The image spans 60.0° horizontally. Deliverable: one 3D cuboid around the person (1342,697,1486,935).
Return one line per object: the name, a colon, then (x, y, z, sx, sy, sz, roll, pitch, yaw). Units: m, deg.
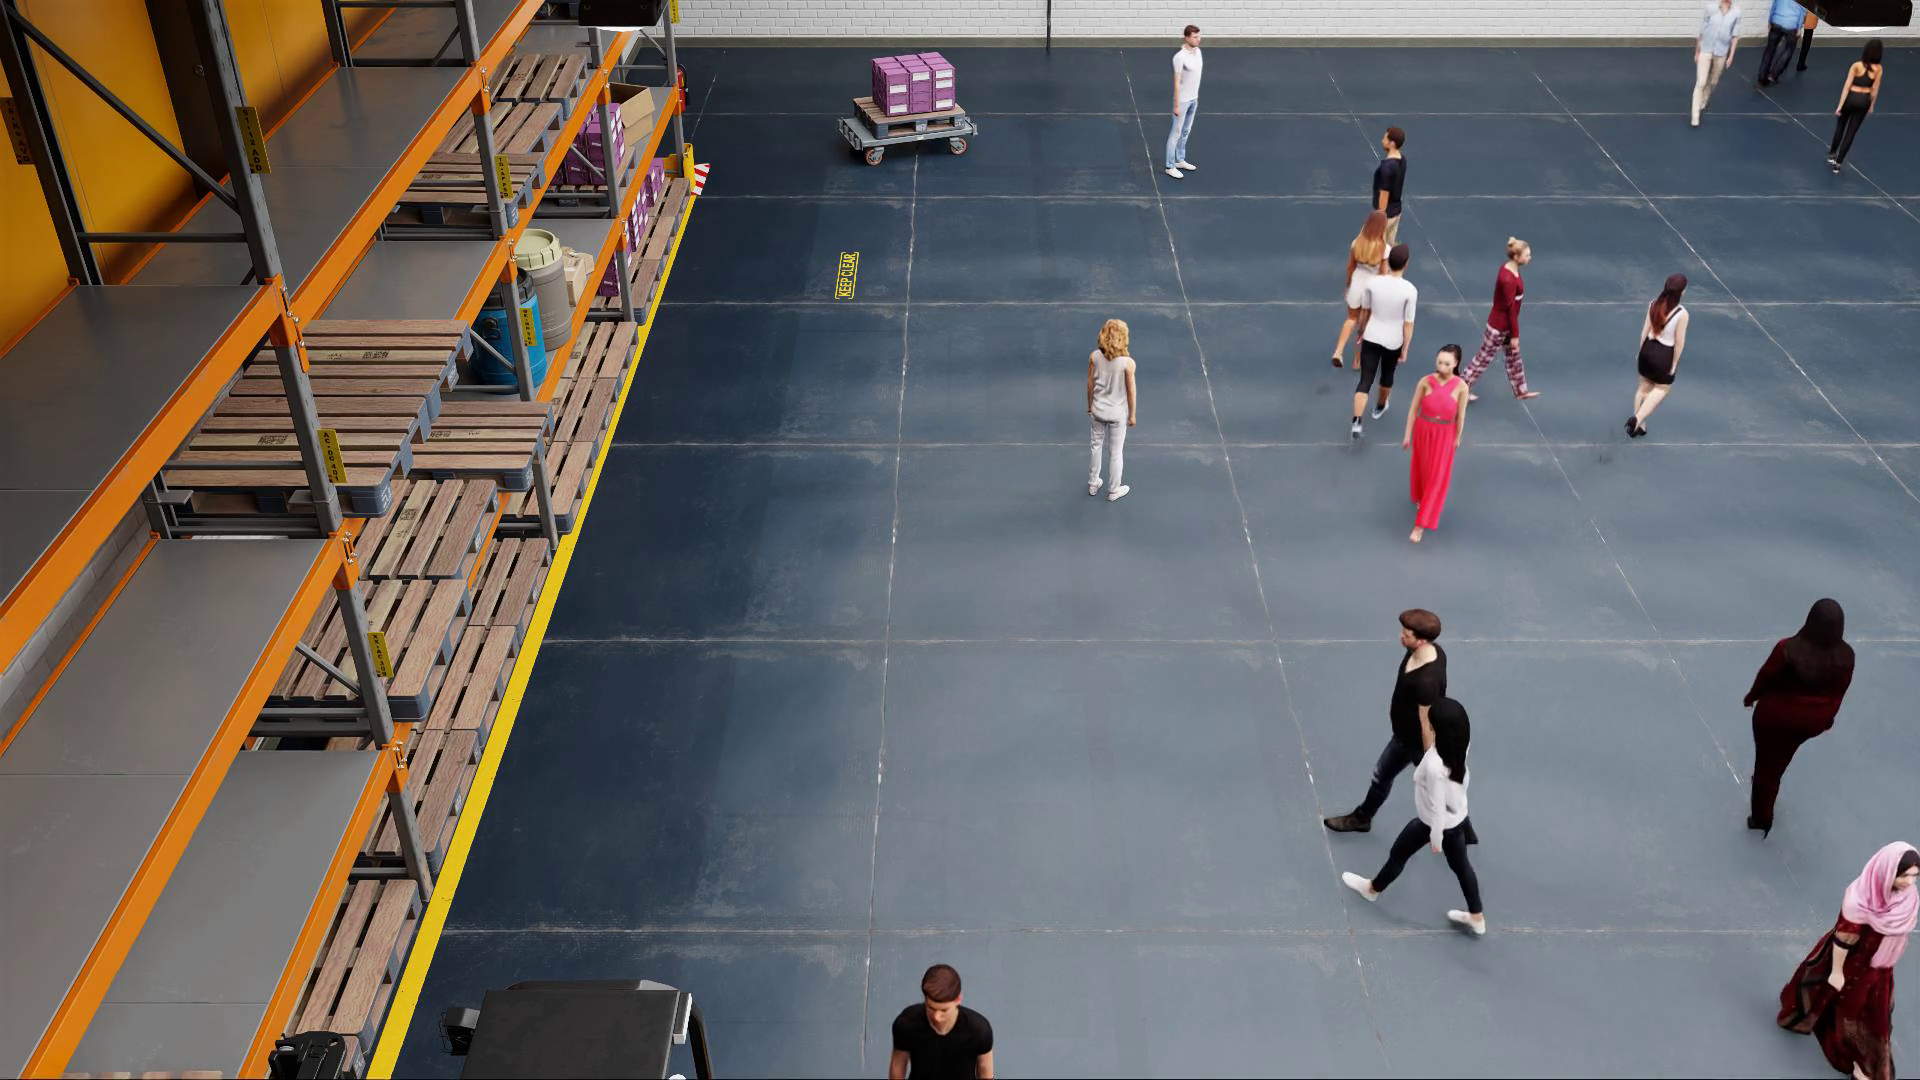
person: (2.947, 1.712, 9.984, 1.151, 1.642, 1.153, 24, 40, 31)

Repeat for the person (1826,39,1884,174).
person: (11.120, -5.368, 20.651, 0.772, 1.625, 0.922, 14, 36, 20)

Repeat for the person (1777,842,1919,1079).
person: (4.918, 2.249, 9.226, 0.786, 1.587, 1.120, -7, 34, -10)

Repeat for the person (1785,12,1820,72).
person: (12.257, -7.673, 24.034, 0.775, 1.719, 0.811, 24, 41, 32)

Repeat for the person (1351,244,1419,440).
person: (3.795, -1.769, 15.057, 1.022, 1.824, 1.291, 15, 36, 21)

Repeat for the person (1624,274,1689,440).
person: (6.233, -1.603, 14.973, 0.847, 1.641, 0.799, -26, 41, -33)

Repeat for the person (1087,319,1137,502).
person: (1.271, -1.121, 14.222, 0.689, 1.670, 0.700, 17, 37, 24)

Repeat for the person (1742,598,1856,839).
person: (5.379, 1.200, 10.677, 0.645, 1.729, 0.798, -1, 34, -1)

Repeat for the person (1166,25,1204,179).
person: (2.782, -5.447, 20.567, 0.790, 1.850, 0.695, 23, 40, 30)

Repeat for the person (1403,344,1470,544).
person: (3.957, -0.874, 13.848, 0.929, 1.671, 1.205, 15, 36, 21)

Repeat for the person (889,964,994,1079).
person: (-0.075, 2.762, 8.207, 0.685, 1.860, 0.572, 2, 34, 3)

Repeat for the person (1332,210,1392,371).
person: (3.882, -2.360, 16.078, 0.838, 1.679, 0.924, 24, 40, 31)

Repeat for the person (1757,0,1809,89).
person: (11.527, -7.233, 23.294, 0.883, 1.805, 0.814, -26, 42, -34)

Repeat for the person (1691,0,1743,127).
person: (10.070, -6.524, 22.213, 0.912, 1.821, 1.224, 11, 35, 16)

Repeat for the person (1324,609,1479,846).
person: (2.965, 1.243, 10.499, 0.998, 1.854, 1.238, 10, 35, 14)

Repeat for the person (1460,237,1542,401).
person: (4.990, -2.031, 15.596, 0.937, 1.663, 1.071, 11, 35, 16)

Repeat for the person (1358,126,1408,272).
person: (4.566, -3.413, 17.513, 0.838, 1.842, 0.771, 25, 41, 33)
